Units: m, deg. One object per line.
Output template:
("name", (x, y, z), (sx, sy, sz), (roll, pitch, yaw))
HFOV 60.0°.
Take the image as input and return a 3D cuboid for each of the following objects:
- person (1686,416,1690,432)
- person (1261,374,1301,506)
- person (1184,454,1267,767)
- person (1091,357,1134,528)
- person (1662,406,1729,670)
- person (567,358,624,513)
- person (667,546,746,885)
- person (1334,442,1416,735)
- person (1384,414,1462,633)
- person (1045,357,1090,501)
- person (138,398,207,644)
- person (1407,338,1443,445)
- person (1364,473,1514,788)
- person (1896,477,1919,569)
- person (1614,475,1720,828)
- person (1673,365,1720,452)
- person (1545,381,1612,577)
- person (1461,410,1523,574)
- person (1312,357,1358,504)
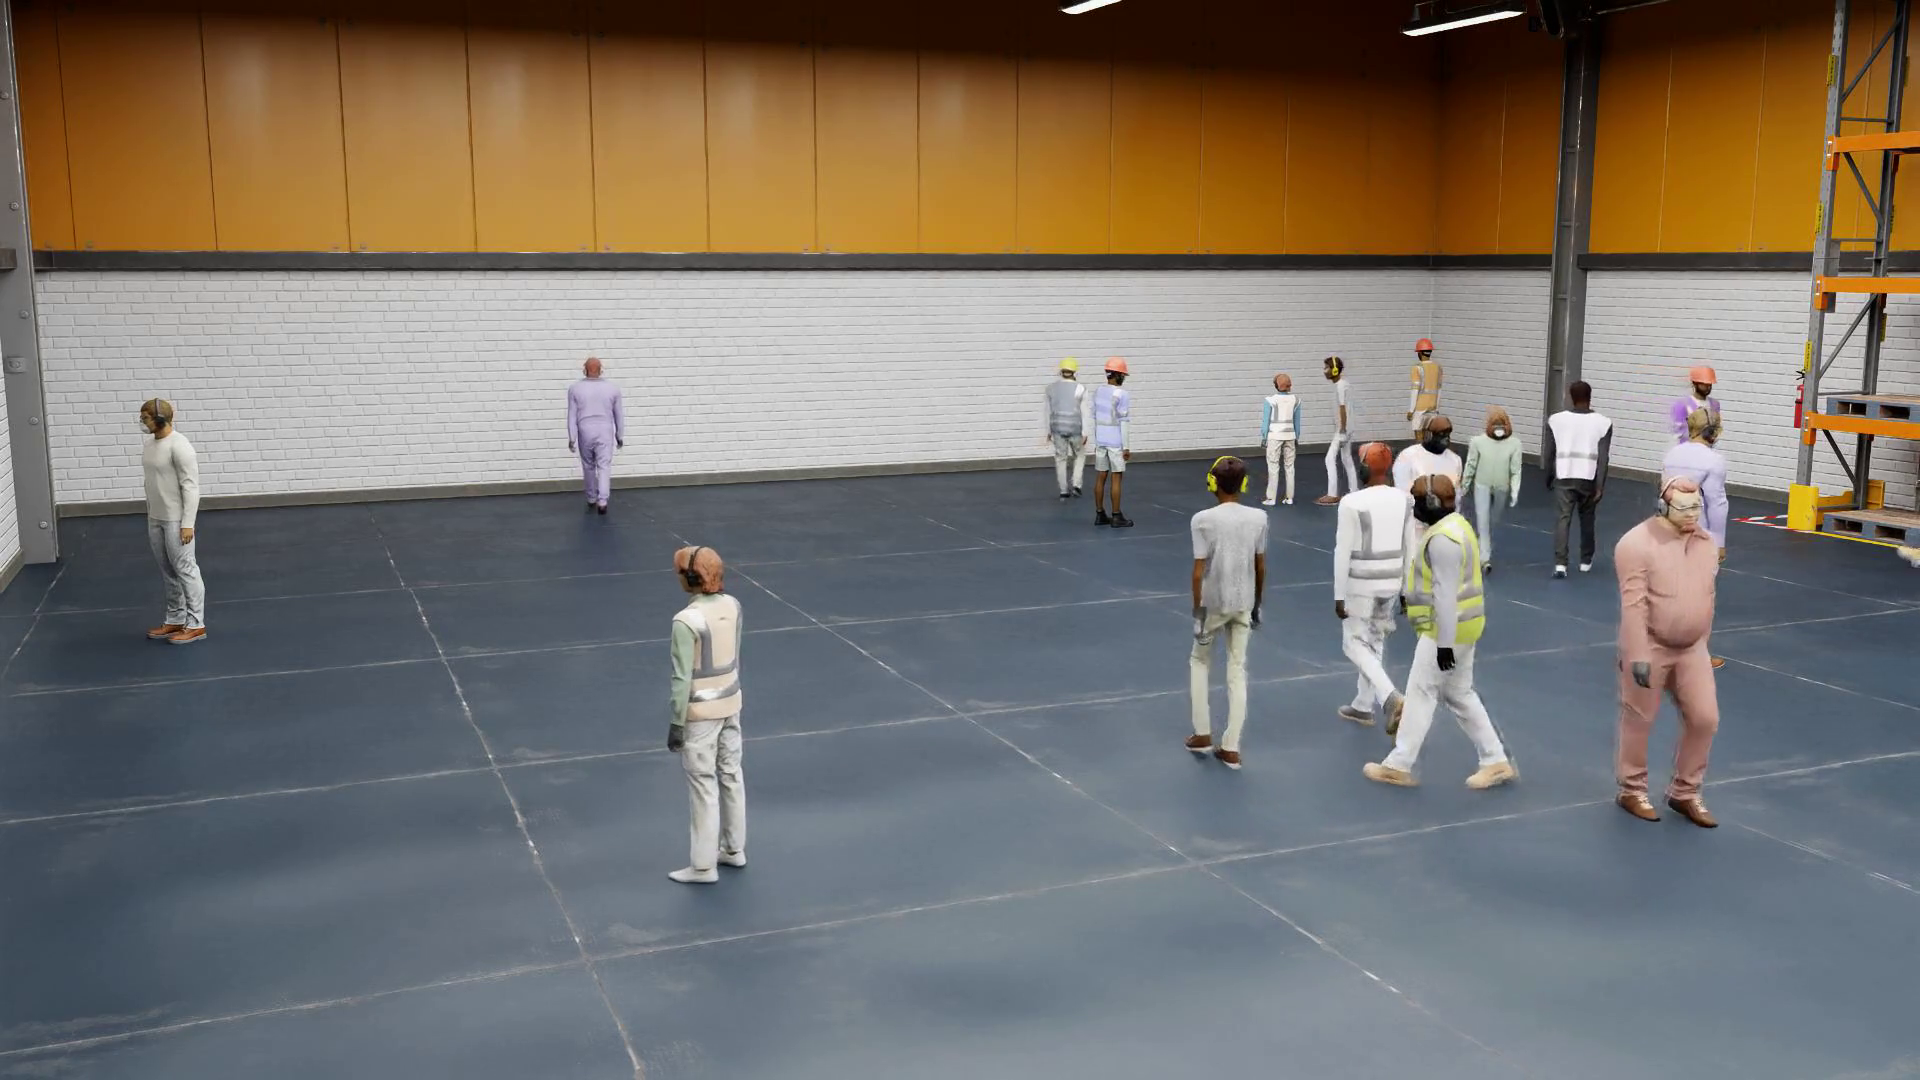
("person", (6.272, -0.250, 14.214), (0.329, 1.760, 0.523), (0, 9, -3))
("person", (3.965, -1.232, 20.545), (0.515, 1.635, 0.313), (-3, 10, -18))
("person", (1.589, 0.405, 9.974), (0.525, 1.844, 0.646), (-1, 9, -9))
("person", (1.737, -1.106, 18.886), (0.385, 1.928, 0.546), (-8, 12, -39))
("person", (5.413, -0.017, 12.255), (0.372, 1.940, 0.632), (-2, 10, -14))
("person", (-4.401, -1.271, 20.116), (0.661, 1.860, 1.019), (-2, 10, -12))
("person", (-1.212, 0.836, 7.999), (0.309, 1.638, 0.513), (4, 10, 25))
("person", (2.643, 0.313, 10.499), (0.585, 1.865, 0.740), (-4, 10, -22))
("person", (3.646, -0.090, 13.064), (0.621, 1.819, 0.839), (-3, 10, -17))
("person", (1.362, -1.397, 20.977), (0.603, 1.814, 0.458), (3, 10, 18))
("person", (-6.205, -0.153, 13.085), (0.635, 1.935, 0.349), (7, 12, 38))
("person", (6.572, -1.891, 23.620), (0.551, 1.932, 0.376), (-5, 10, -26))
("person", (2.781, 0.524, 9.440), (0.813, 1.795, 0.690), (4, 10, 21))
("person", (9.426, -0.634, 15.835), (0.634, 1.985, 1.032), (-4, 10, -21))
("person", (3.763, 0.595, 8.754), (0.637, 1.875, 0.642), (-2, 10, -13))
("person", (7.812, -0.921, 17.786), (0.550, 1.924, 0.628), (-3, 10, -15))
("person", (5.898, -0.583, 15.914), (0.585, 1.873, 0.914), (3, 10, 18))
("person", (5.115, -0.460, 16.016), (0.550, 1.567, 0.891), (1, 9, 6))
("person", (4.679, -1.345, 20.672), (0.648, 1.828, 0.559), (2, 10, 12))
